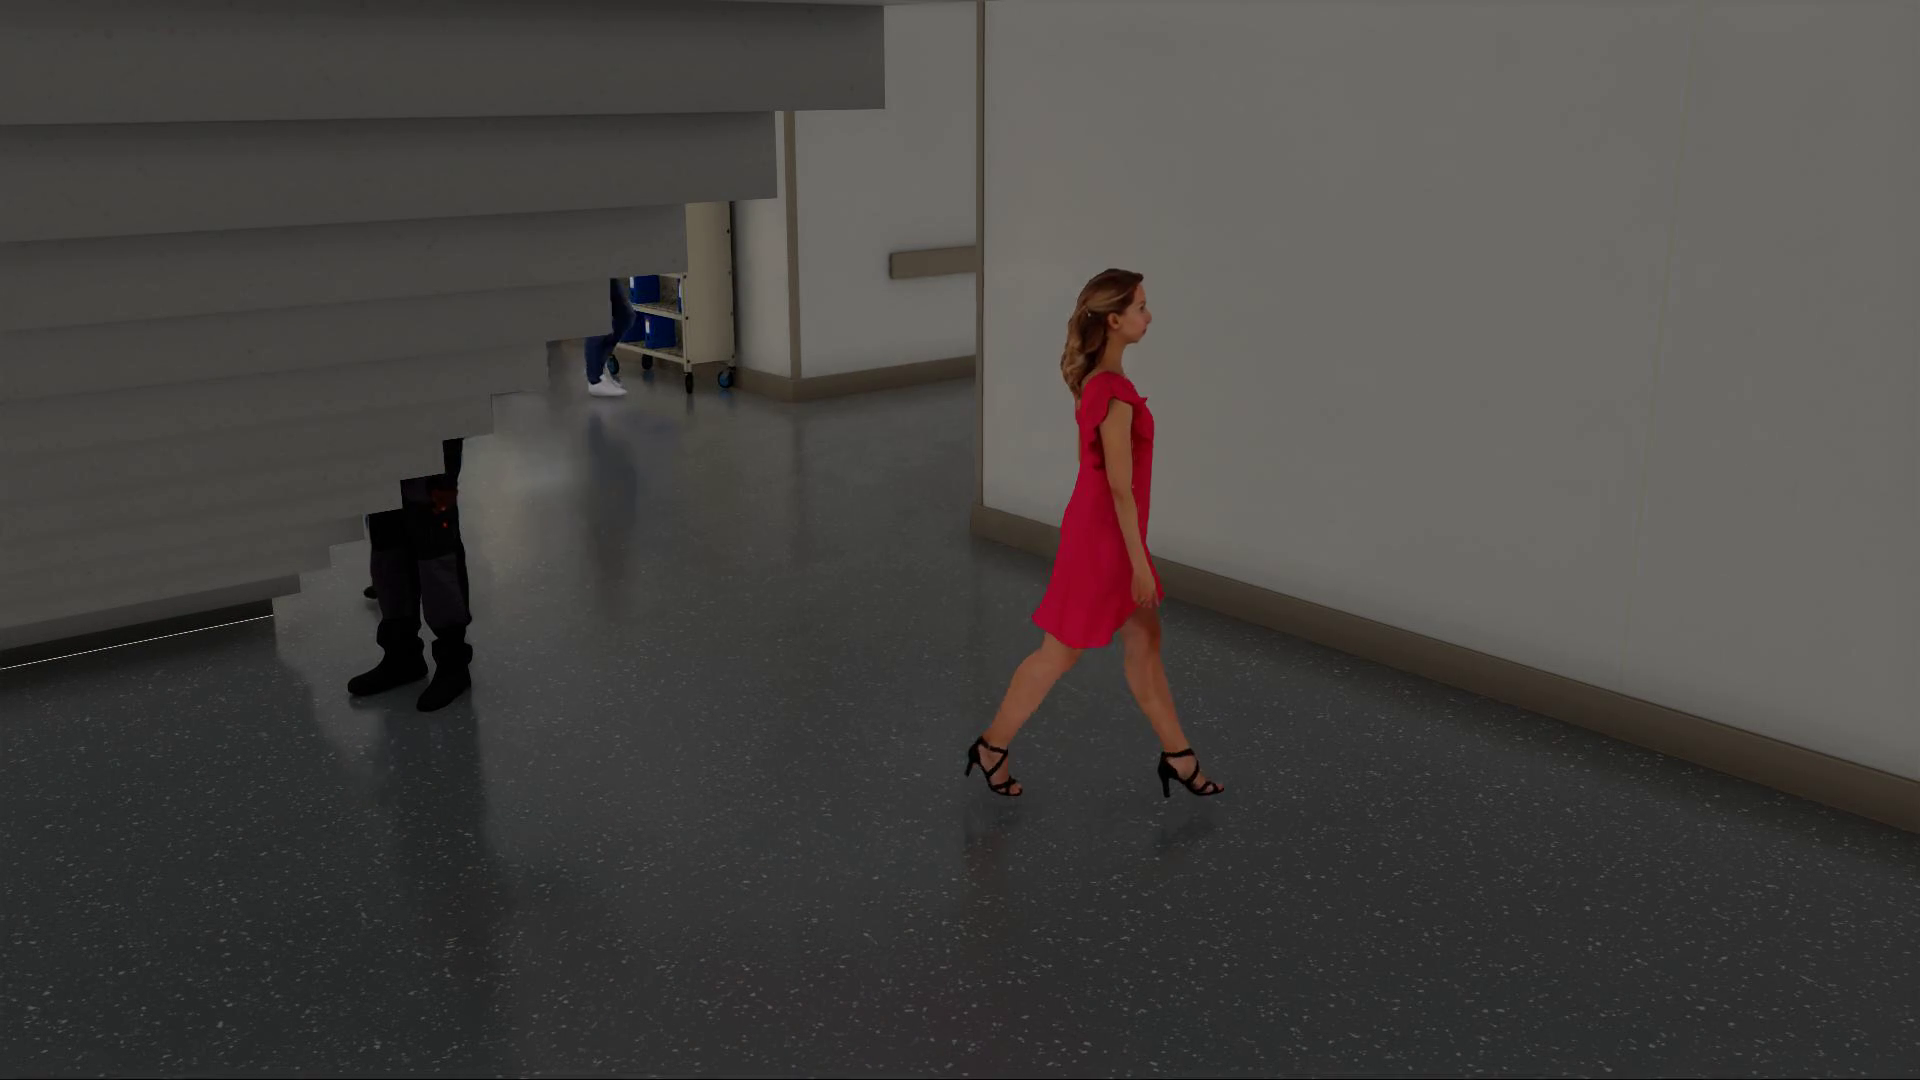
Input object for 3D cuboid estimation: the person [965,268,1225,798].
[{"bbox_3d":[0.343,0.050,5.101,1.079,1.678,1.043,1,16,2],"label":"person"}]
